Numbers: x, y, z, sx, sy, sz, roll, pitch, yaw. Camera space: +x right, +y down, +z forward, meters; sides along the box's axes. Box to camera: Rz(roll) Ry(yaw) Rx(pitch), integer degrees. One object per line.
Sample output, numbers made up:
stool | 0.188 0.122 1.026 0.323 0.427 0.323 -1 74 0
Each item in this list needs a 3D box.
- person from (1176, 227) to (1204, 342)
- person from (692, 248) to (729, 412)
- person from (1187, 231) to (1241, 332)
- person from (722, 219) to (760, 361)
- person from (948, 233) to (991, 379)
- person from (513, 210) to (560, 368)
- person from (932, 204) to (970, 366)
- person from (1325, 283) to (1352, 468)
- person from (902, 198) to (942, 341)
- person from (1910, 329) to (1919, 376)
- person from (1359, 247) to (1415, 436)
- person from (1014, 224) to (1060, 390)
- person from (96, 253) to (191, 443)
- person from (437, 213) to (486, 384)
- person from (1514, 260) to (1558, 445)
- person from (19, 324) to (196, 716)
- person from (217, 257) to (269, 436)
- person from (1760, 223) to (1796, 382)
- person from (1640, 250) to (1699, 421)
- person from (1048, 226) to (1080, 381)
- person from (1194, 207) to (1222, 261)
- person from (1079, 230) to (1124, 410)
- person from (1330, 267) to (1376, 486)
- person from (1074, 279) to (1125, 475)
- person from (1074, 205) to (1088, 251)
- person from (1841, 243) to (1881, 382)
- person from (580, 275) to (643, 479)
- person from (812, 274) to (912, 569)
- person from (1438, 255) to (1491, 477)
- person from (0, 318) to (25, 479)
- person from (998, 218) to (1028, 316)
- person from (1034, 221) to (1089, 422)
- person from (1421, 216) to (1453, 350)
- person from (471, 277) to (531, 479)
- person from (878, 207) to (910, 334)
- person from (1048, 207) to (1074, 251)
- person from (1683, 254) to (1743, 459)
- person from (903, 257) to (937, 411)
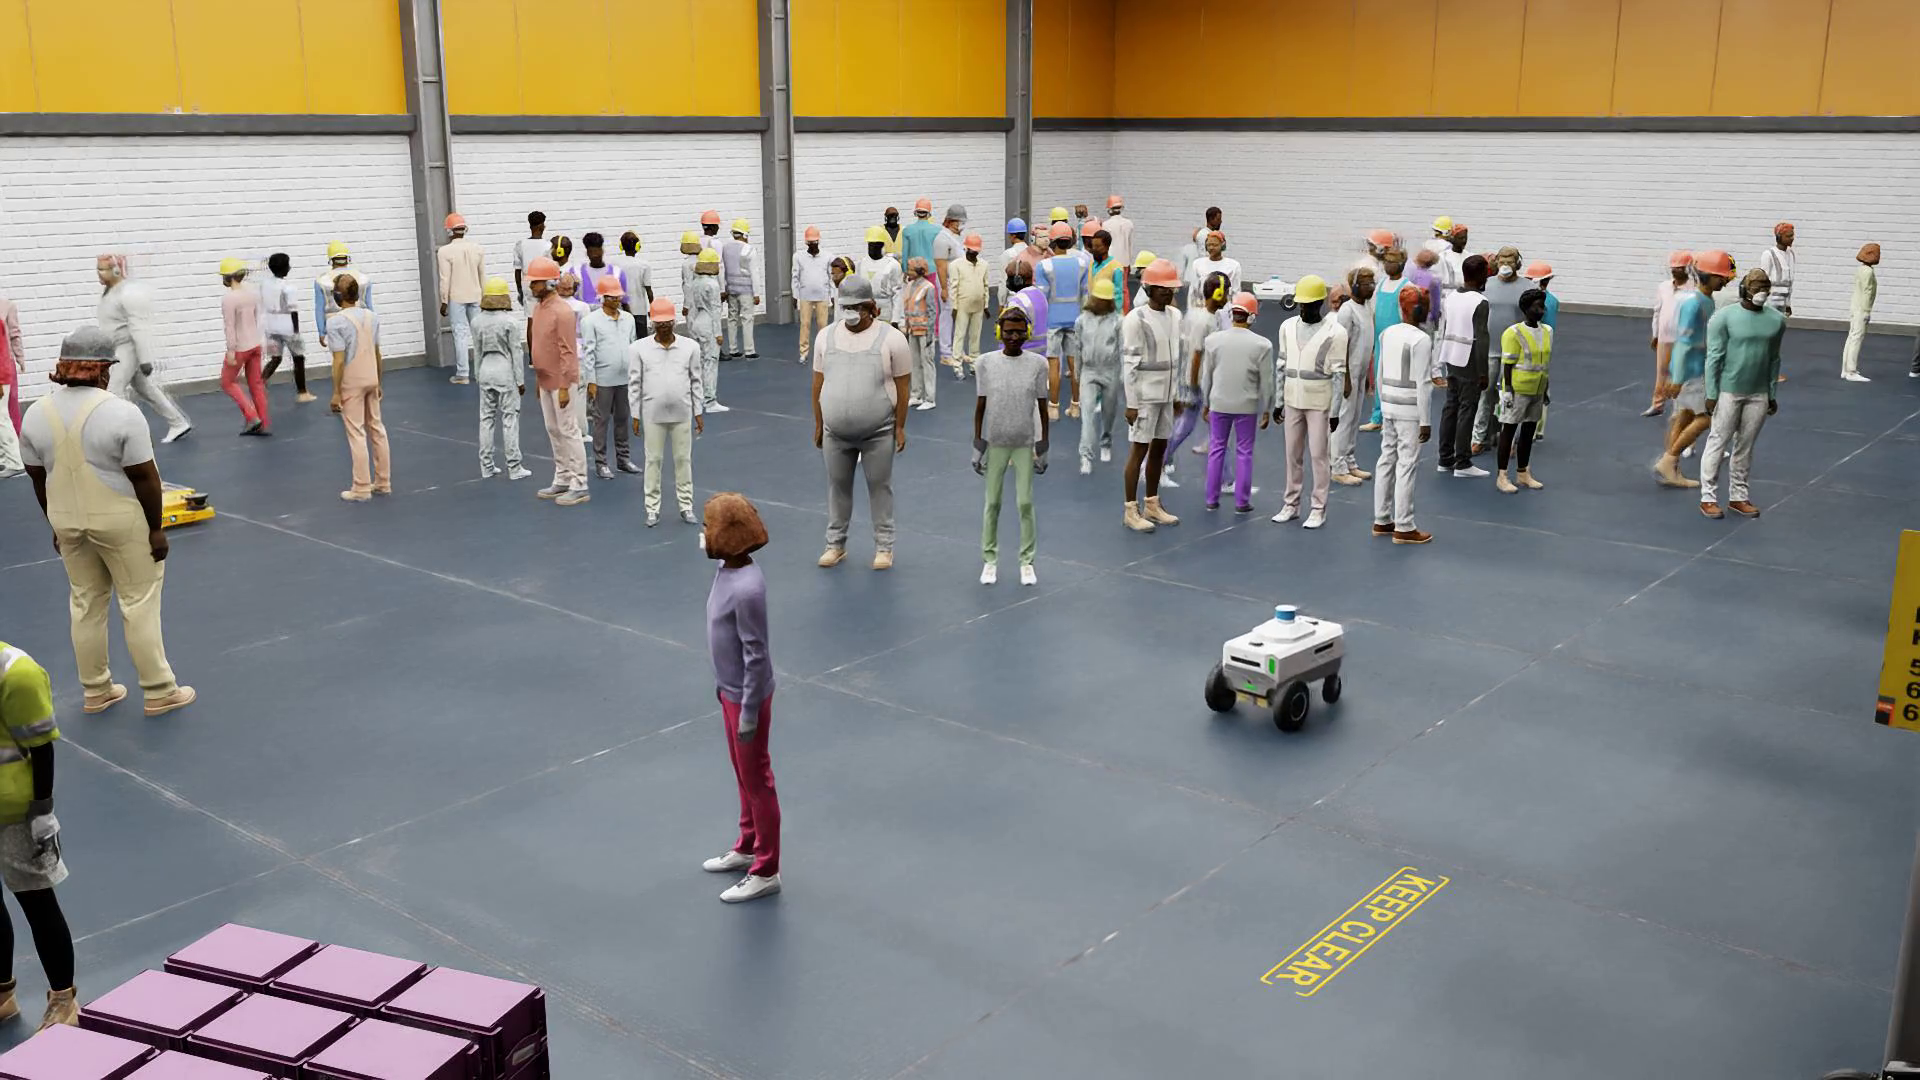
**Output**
person | 3.346 -3.614 23.530 0.527 1.585 0.857 13 19 41
person | -2.667 -2.232 17.718 0.334 1.734 0.482 -9 17 -33
person | 2.771 -2.435 18.224 0.584 1.882 0.347 6 15 22
person | -2.828 -3.235 21.545 0.593 1.824 0.403 8 16 31
person | 0.130 -2.814 20.018 0.561 1.743 0.337 -9 17 -32
person | -5.261 -3.130 20.831 0.616 1.964 0.361 2 14 6
person | -0.030 -3.250 21.161 0.538 2.000 0.688 7 16 25
person | 3.370 -1.467 14.847 0.309 1.641 0.514 -2 14 -7
person | -0.511 -3.802 23.457 0.609 1.996 0.383 2 14 6
person | 11.758 -2.875 19.941 0.401 1.909 0.589 -2 14 -8
person | 4.218 -1.940 16.324 0.345 1.847 0.508 -8 16 -29
person | 0.909 -2.636 18.980 0.642 1.908 0.407 -12 18 -40
person | -7.806 -1.771 15.632 1.007 1.861 0.646 -11 18 -38
person | -5.878 -2.849 19.650 0.395 1.993 0.614 12 19 40
person | 5.471 -1.785 15.887 0.331 1.750 0.573 11 18 37
person | -4.377 -0.103 8.586 0.677 2.000 0.536 2 14 8
person | -6.995 -1.865 16.211 0.399 1.751 0.545 3 14 11
person | 9.646 -2.797 19.671 0.575 1.883 0.355 -10 17 -34
person | 7.381 -2.108 17.176 0.338 1.752 0.564 -8 16 -29
person | 1.284 -2.823 19.880 0.518 1.836 0.345 -7 16 -26
person | 3.402 -3.629 22.948 0.384 1.910 0.594 8 16 29
person | 1.536 -2.358 17.842 0.391 1.920 0.587 -7 16 -27
person | 3.355 -1.393 14.138 0.345 1.846 0.506 8 16 30
person | 1.252 -1.472 14.774 0.491 1.689 0.916 2 14 8
person | 2.156 -5.078 29.303 0.313 1.634 0.514 2 14 10
person | 10.784 -2.719 19.868 0.283 1.633 0.497 4 15 16
person | -3.003 -1.417 14.417 0.326 1.752 0.560 11 18 38
person | -0.699 -0.801 11.373 0.688 2.000 0.535 3 14 13
person | 4.389 -1.509 14.450 0.392 1.920 0.593 -4 15 -16
person | -8.419 -1.404 14.403 0.574 1.737 0.354 14 19 43
person | 0.691 -2.814 19.630 0.608 1.940 0.416 -12 18 -39
person | 1.024 -2.239 17.115 0.609 2.044 0.393 -6 15 -22
person | 6.331 -3.349 21.978 0.403 1.834 0.589 -6 15 -22
person | -3.972 -1.397 14.384 0.483 1.734 0.342 5 15 18
person | -0.990 -3.928 24.276 0.626 1.844 0.429 -4 14 -14
person | 1.352 -3.525 22.491 0.369 1.924 0.594 3 14 13
person | 6.872 -1.666 15.178 0.532 1.871 0.321 11 18 38
person | -0.423 -2.213 17.835 0.315 1.638 0.515 -9 16 -31
